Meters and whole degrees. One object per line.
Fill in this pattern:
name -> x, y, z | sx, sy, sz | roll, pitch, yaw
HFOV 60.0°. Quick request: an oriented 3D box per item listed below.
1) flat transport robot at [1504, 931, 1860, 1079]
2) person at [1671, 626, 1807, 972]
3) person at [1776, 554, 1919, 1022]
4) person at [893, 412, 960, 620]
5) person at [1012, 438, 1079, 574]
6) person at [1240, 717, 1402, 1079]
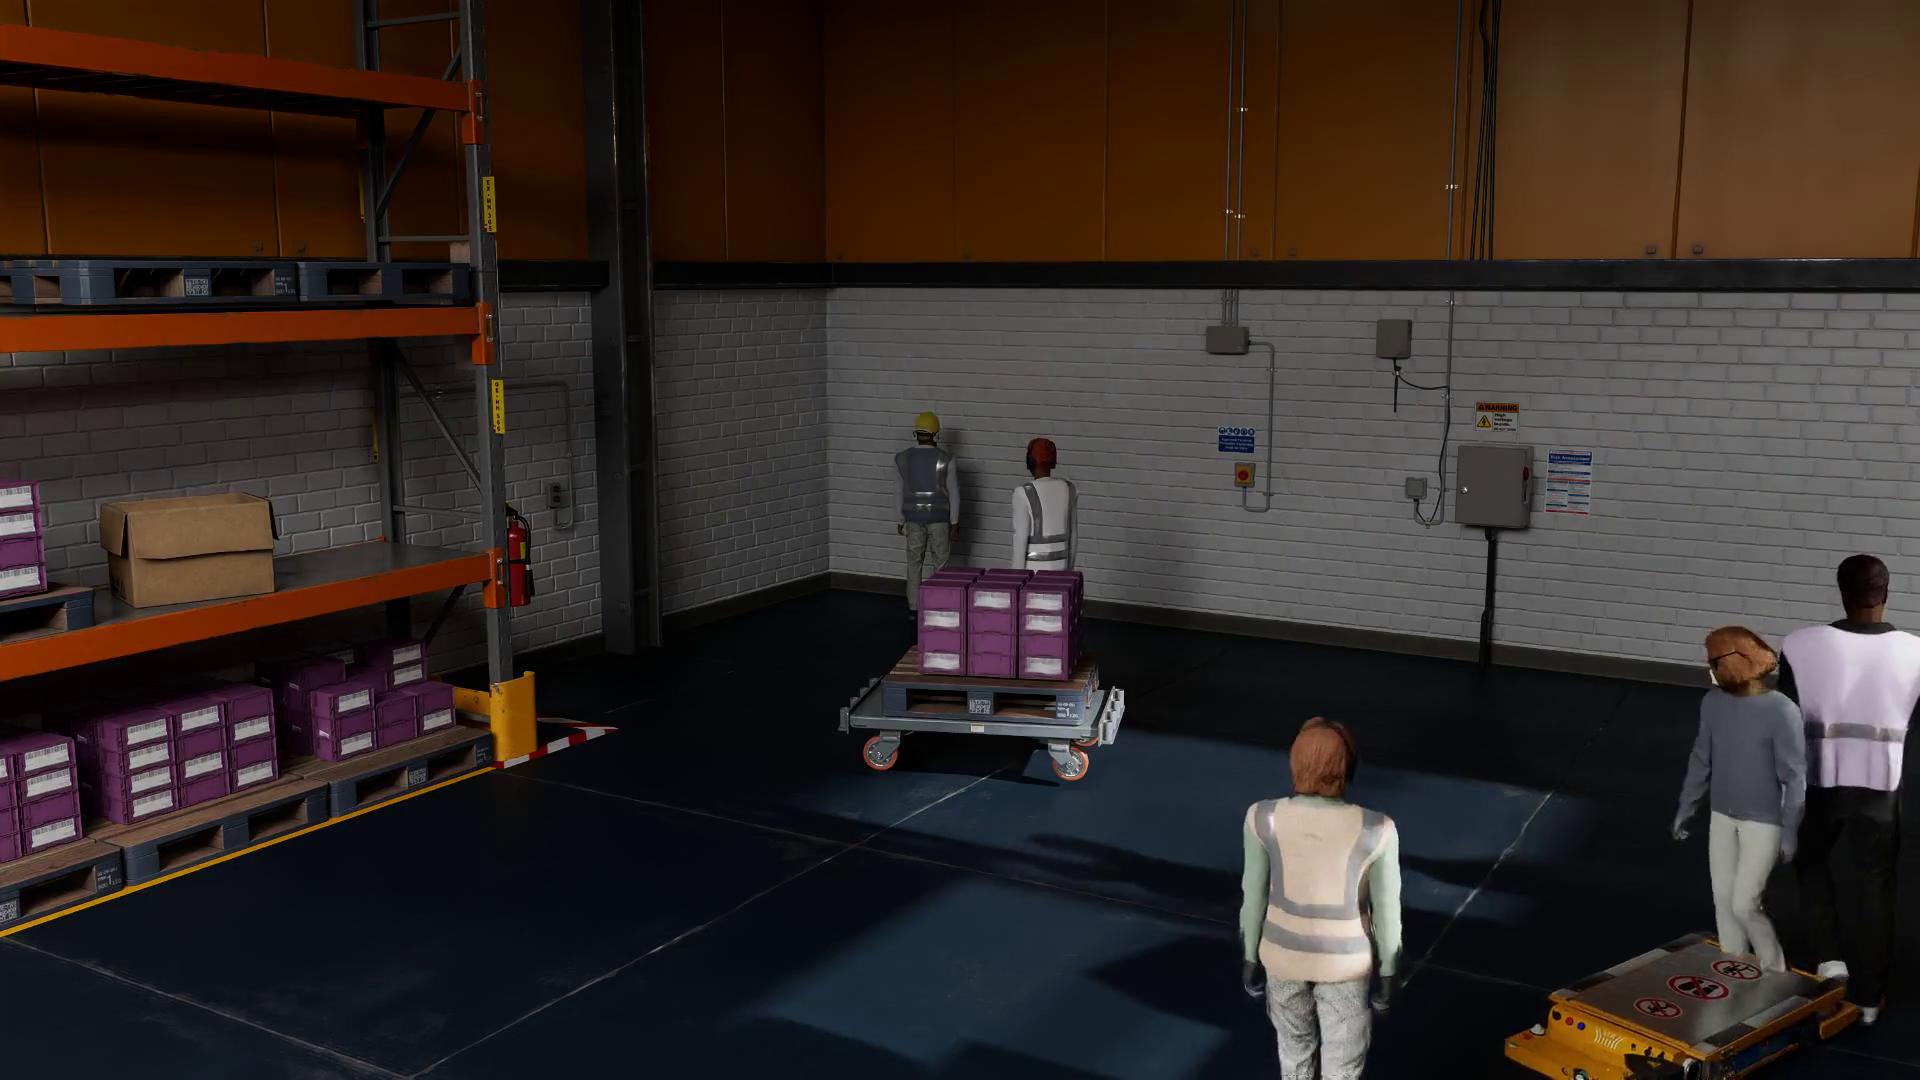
flat transport robot -> 2.845, 1.863, 6.502 | 1.431, 0.197, 0.652 | -7, 11, -36
person -> 3.179, 1.159, 6.768 | 0.334, 1.599, 0.534 | -4, 10, -24
person -> 3.654, 1.006, 6.821 | 0.722, 1.884, 0.460 | 4, 10, 24
person -> -0.277, -0.204, 14.536 | 0.586, 1.835, 0.403 | 2, 9, 13
person -> 0.587, 0.217, 11.752 | 0.585, 1.882, 0.337 | -7, 11, -37
person -> 1.140, 1.381, 5.339 | 0.515, 1.619, 0.713 | 4, 10, 23
